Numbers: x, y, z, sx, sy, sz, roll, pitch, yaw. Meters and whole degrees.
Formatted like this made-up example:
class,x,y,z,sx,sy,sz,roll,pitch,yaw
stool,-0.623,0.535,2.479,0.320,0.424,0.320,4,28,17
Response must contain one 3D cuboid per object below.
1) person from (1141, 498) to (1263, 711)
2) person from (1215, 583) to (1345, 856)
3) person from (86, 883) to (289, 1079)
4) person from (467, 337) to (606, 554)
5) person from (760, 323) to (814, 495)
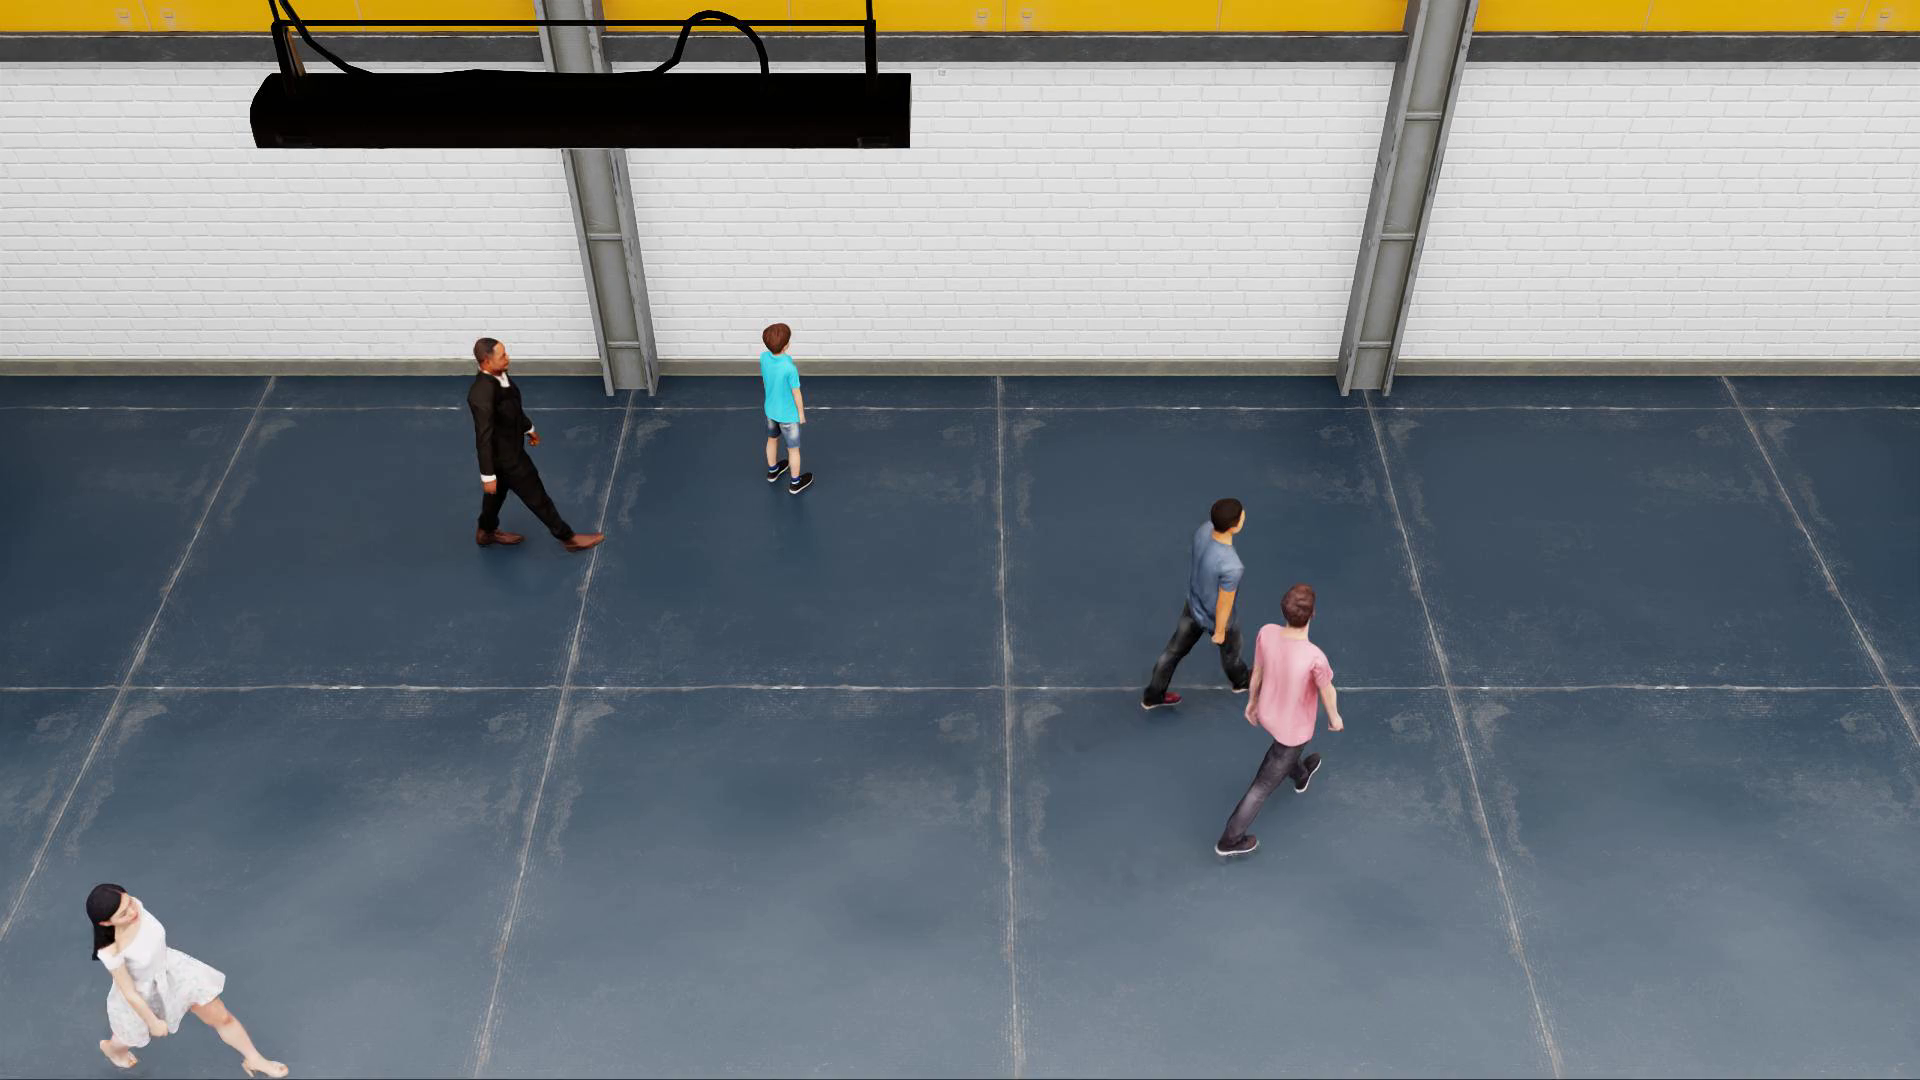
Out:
class,x,y,z,sx,sy,sz,roll,pitch,yaw
person,1.509,0.458,10.576,1.247,1.764,0.965,-15,46,-15
person,1.839,1.129,9.775,1.329,1.897,1.193,-29,51,-27
person,-4.256,2.356,8.618,1.258,1.718,0.667,4,44,5
person,-3.283,-0.612,11.629,1.214,1.862,0.777,-2,44,-2
person,-1.324,-0.988,12.324,0.567,1.447,0.648,27,50,26
